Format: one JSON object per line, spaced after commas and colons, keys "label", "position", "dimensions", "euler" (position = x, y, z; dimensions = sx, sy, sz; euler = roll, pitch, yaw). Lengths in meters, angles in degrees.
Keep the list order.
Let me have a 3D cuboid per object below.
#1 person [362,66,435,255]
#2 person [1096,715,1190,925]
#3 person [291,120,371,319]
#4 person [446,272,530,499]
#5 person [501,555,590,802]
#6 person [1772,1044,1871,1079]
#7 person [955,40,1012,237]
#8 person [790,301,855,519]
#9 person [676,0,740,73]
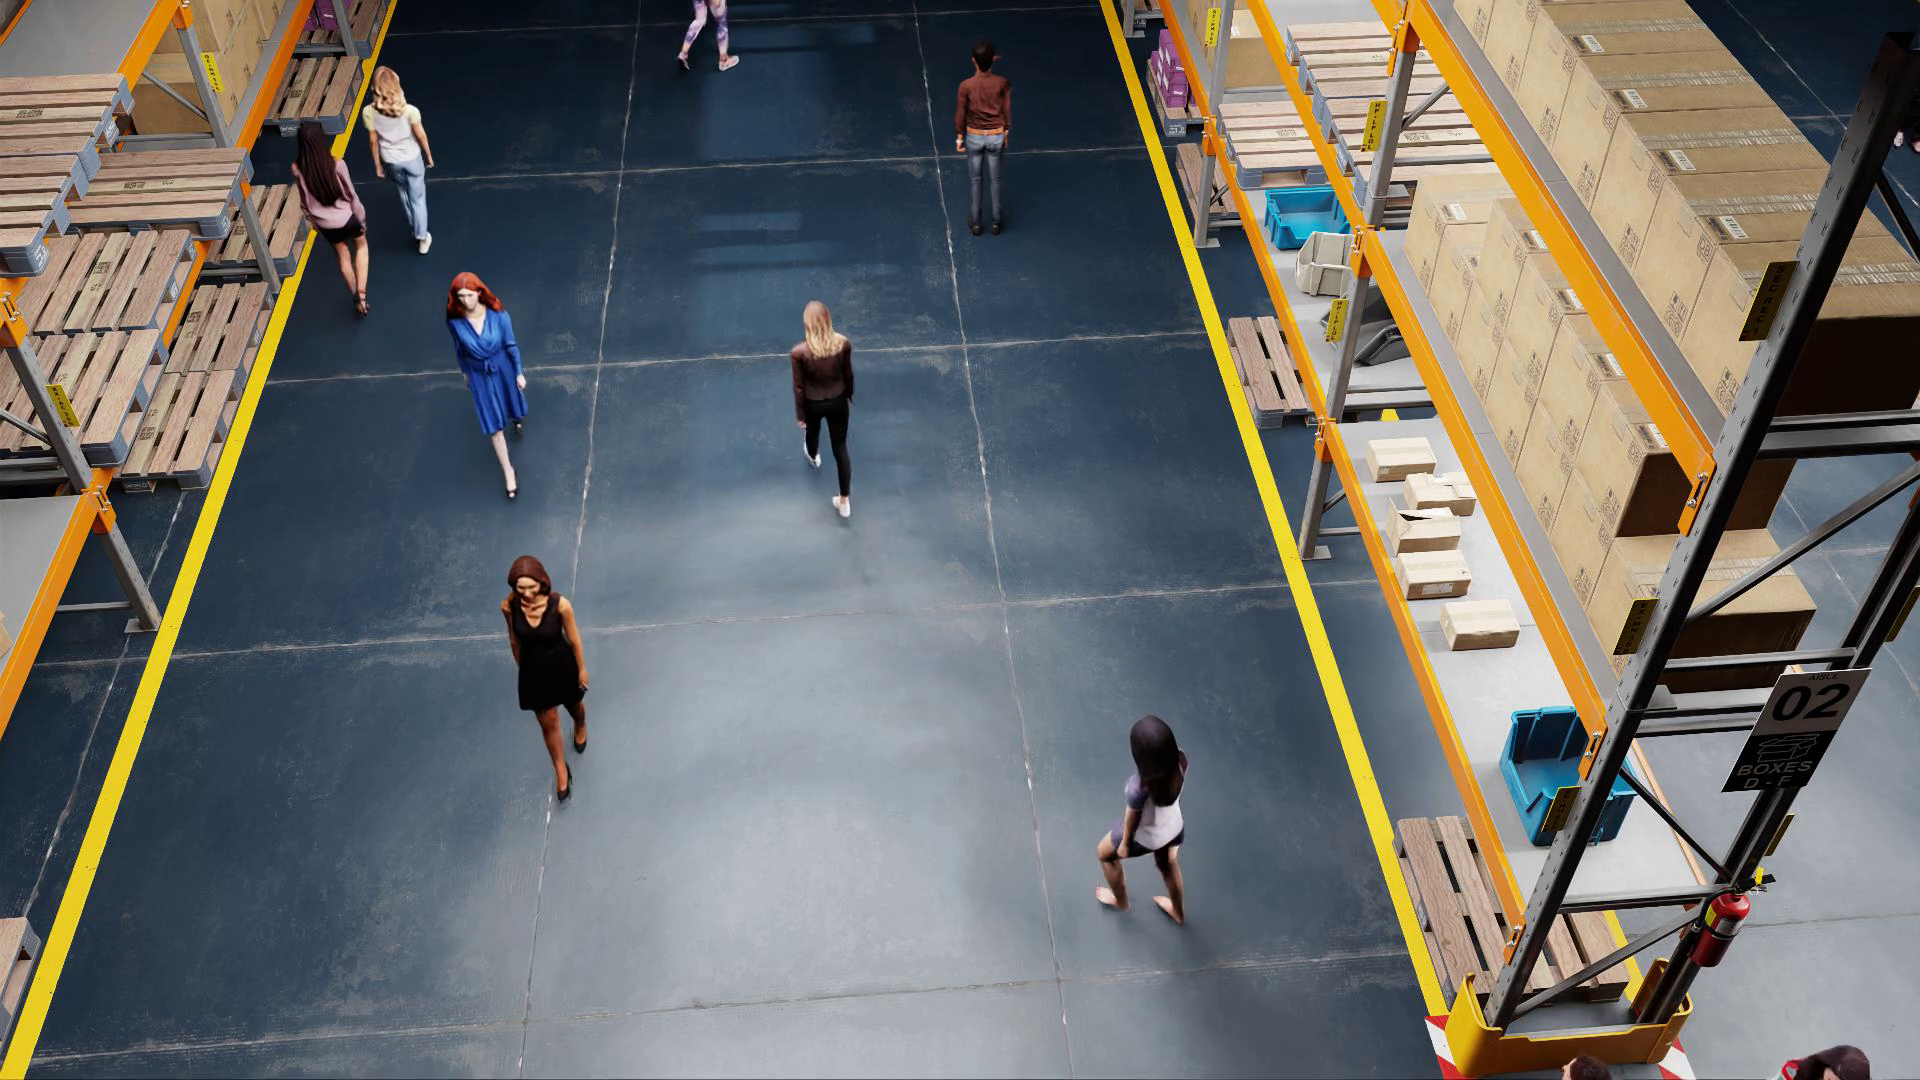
{"label": "person", "position": [-4.758, -3.184, 14.196], "dimensions": [0.645, 1.711, 0.636], "euler": [-6, 44, -6]}
{"label": "person", "position": [1.093, 1.635, 9.159], "dimensions": [0.829, 1.681, 0.892], "euler": [-31, 52, -28]}
{"label": "person", "position": [-5.029, -2.505, 13.423], "dimensions": [0.651, 1.794, 0.671], "euler": [-4, 44, -5]}
{"label": "person", "position": [-3.361, -1.219, 12.066], "dimensions": [0.659, 1.804, 1.101], "euler": [-6, 44, -6]}
{"label": "person", "position": [-2.435, 0.749, 9.984], "dimensions": [0.570, 1.826, 0.767], "euler": [-3, 44, -3]}
{"label": "person", "position": [4.089, 2.809, 8.013], "dimensions": [0.982, 1.561, 1.081], "euler": [-26, 49, -25]}
{"label": "person", "position": [0.220, -3.471, 14.455], "dimensions": [0.631, 1.770, 0.517], "euler": [-3, 44, -4]}
{"label": "person", "position": [-0.934, -0.904, 11.841], "dimensions": [0.818, 1.658, 1.184], "euler": [-14, 45, -14]}
{"label": "person", "position": [-2.576, -5.433, 16.529], "dimensions": [0.929, 1.750, 1.051], "euler": [24, 49, 23]}
